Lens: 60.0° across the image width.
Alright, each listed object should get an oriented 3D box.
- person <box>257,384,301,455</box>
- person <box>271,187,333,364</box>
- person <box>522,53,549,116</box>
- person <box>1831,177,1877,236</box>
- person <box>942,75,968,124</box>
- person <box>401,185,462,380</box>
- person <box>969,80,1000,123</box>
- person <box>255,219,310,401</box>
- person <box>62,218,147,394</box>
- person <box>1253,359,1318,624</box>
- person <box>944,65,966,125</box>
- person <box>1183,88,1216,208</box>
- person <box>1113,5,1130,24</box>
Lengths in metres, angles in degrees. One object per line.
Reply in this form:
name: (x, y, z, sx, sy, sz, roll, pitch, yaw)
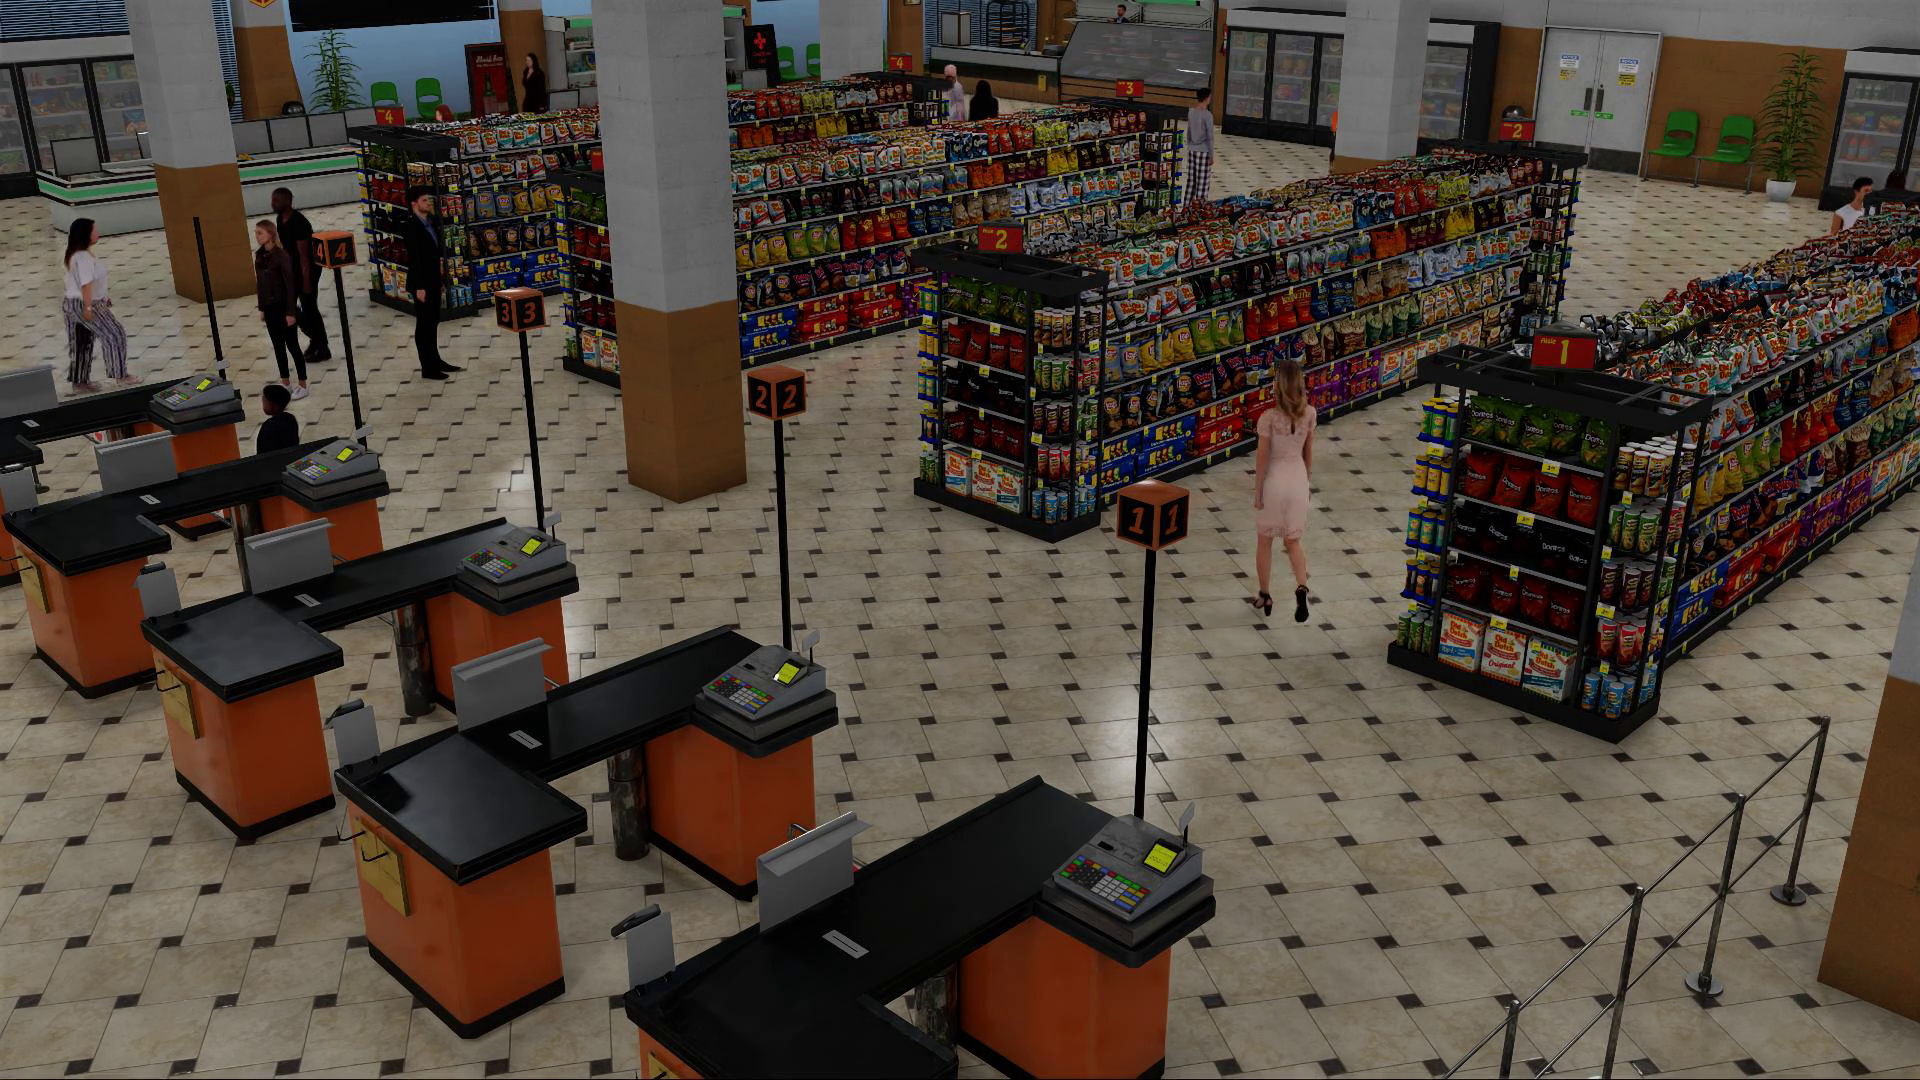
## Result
person: (-4.943, -0.536, 12.216, 0.670, 1.271, 0.598, 4, 22, 9)
person: (-6.592, -2.695, 16.881, 0.678, 1.798, 0.633, 19, 29, 39)
person: (-7.439, -7.735, 29.556, 0.810, 1.701, 1.141, 14, 26, 31)
person: (9.312, -2.936, 17.528, 1.107, 1.765, 1.032, -6, 23, -14)
person: (-0.112, -6.717, 27.091, 1.026, 1.650, 1.201, 4, 22, 10)
person: (-5.274, -2.552, 16.398, 0.852, 1.894, 0.764, 3, 22, 7)
person: (0.374, -6.532, 26.739, 1.052, 1.568, 1.147, 1, 22, 4)
person: (-6.438, -2.188, 15.745, 0.661, 1.705, 0.611, 11, 24, 25)
person: (-8.429, -2.211, 15.887, 0.891, 1.642, 0.675, -18, 28, -37)
person: (2.135, -0.265, 10.815, 0.983, 1.813, 0.975, -4, 22, -10)
person: (-0.006, -6.765, 26.978, 0.889, 1.822, 0.848, -4, 22, -10)
person: (3.455, -5.575, 23.984, 0.561, 1.847, 0.653, -17, 27, -36)
person: (3.710, -11.416, 38.492, 0.630, 1.868, 0.546, 20, 30, 41)
